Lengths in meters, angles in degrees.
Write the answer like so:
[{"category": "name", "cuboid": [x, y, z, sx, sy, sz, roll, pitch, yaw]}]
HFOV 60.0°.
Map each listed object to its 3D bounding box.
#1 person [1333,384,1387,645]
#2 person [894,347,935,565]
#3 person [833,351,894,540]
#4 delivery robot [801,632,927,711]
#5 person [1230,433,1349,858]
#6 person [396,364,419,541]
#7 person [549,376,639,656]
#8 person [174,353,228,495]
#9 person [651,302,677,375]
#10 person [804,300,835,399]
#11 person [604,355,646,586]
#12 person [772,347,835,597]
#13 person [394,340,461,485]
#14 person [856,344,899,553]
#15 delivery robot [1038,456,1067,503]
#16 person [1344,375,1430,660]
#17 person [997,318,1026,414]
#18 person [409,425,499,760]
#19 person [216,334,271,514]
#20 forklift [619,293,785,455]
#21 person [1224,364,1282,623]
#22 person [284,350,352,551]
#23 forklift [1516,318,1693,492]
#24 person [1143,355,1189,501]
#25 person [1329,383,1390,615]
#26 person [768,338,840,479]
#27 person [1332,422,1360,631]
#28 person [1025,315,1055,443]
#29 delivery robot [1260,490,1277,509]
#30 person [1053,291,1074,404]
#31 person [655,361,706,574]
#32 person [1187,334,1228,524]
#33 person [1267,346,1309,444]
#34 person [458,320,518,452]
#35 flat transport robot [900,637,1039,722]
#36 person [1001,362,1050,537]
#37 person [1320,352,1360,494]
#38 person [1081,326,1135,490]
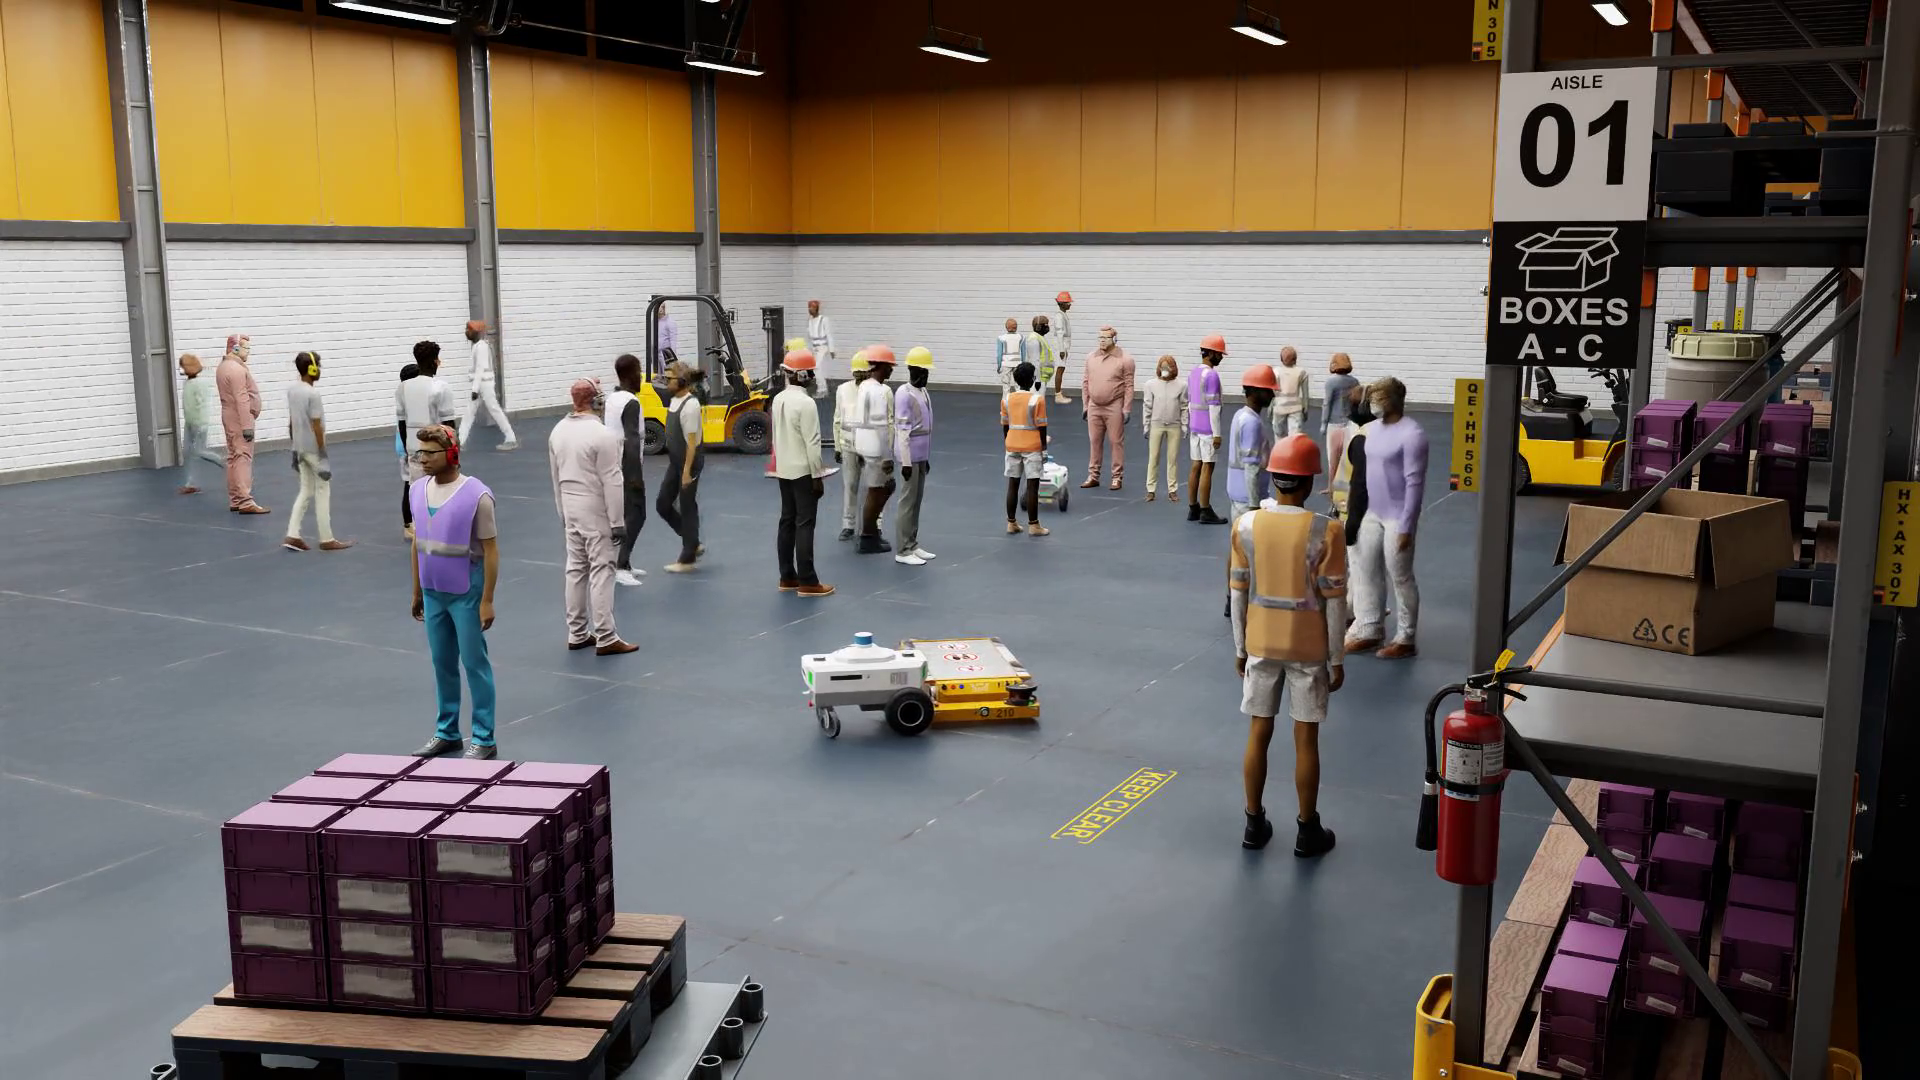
[{"category": "person", "cuboid": [2.827, -0.169, 11.644, 0.429, 1.840, 0.631, 5, 11, 29]}, {"category": "person", "cuboid": [-0.388, -0.749, 14.744, 0.376, 1.922, 0.594, 3, 10, 15]}, {"category": "person", "cuboid": [-0.930, -0.895, 15.887, 0.586, 1.823, 0.403, 2, 10, 9]}, {"category": "delivery robot", "cuboid": [-0.556, 0.777, 9.602, 0.707, 0.478, 0.477, -2, 10, -11]}, {"category": "person", "cuboid": [1.500, 0.480, 7.592, 0.544, 1.939, 0.354, 5, 11, 28]}, {"category": "person", "cuboid": [-5.239, -0.845, 15.951, 0.318, 1.698, 0.539, -2, 10, -13]}, {"category": "person", "cuboid": [-2.508, -0.157, 11.413, 0.663, 1.909, 0.407, 8, 13, 38]}, {"category": "person", "cuboid": [-8.675, -1.329, 19.015, 0.503, 1.616, 0.629, 9, 13, 41]}, {"category": "person", "cuboid": [-5.277, -3.263, 29.366, 0.646, 1.904, 0.401, 9, 13, 42]}, {"category": "person", "cuboid": [-2.687, -3.564, 31.238, 0.676, 1.858, 0.659, -9, 14, -44]}, {"category": "person", "cuboid": [-2.833, -0.583, 13.914, 0.467, 1.893, 0.686, -6, 11, -29]}, {"category": "person", "cuboid": [-1.281, -0.543, 13.351, 0.375, 1.995, 0.609, -7, 12, -36]}, {"category": "person", "cuboid": [-4.791, -0.823, 15.052, 0.600, 1.967, 0.368, 4, 10, 20]}, {"category": "person", "cuboid": [-0.741, -0.826, 15.202, 0.468, 1.917, 0.580, -3, 10, -16]}, {"category": "delivery robot", "cuboid": [0.944, -0.657, 17.902, 0.477, 0.478, 0.707, 2, 10, 12]}, {"category": "person", "cuboid": [2.909, -0.149, 11.258, 0.391, 1.940, 0.630, -4, 10, -21]}, {"category": "person", "cuboid": [0.875, -2.936, 28.230, 0.518, 1.640, 0.307, -2, 10, -13]}, {"category": "person", "cuboid": [-2.713, 0.291, 8.955, 0.569, 1.843, 0.373, 5, 11, 28]}, {"category": "person", "cuboid": [-7.579, -1.222, 17.562, 0.407, 1.902, 0.639, -7, 12, -37]}, {"category": "forklift", "cuboid": [-3.588, -2.317, 23.042, 2.313, 2.155, 1.214, -1, 10, -5]}, {"category": "person", "cuboid": [2.172, -0.340, 12.349, 0.374, 1.934, 0.549, 0, 10, 3]}, {"category": "person", "cuboid": [-5.992, -0.804, 15.314, 0.559, 1.883, 0.473, 8, 13, 39]}, {"category": "forklift", "cuboid": [7.066, -1.601, 18.899, 2.313, 2.155, 1.214, 5, 11, 27]}, {"category": "person", "cuboid": [2.277, -1.235, 18.399, 0.502, 1.632, 0.292, 0, 10, 3]}, {"category": "person", "cuboid": [3.052, -0.296, 12.579, 0.532, 1.771, 0.304, 5, 11, 27]}, {"category": "person", "cuboid": [-1.934, -1.583, 20.173, 0.903, 1.721, 0.527, -1, 10, -6]}, {"category": "person", "cuboid": [2.976, -0.238, 12.037, 0.472, 1.832, 0.551, -6, 11, -30]}, {"category": "person", "cuboid": [1.163, -2.339, 24.193, 0.429, 1.845, 0.620, 1, 10, 9]}, {"category": "delivery robot", "cuboid": [2.805, -0.221, 15.379, 0.477, 0.478, 0.707, 2, 10, 11]}, {"category": "person", "cuboid": [1.888, -3.513, 30.407, 0.373, 2.044, 0.606, 1, 10, 6]}, {"category": "person", "cuboid": [-2.396, -0.616, 14.239, 0.404, 1.834, 0.544, -6, 11, -31]}, {"category": "person", "cuboid": [2.527, -1.126, 16.922, 0.374, 1.927, 0.542, -3, 10, -17]}, {"category": "person", "cuboid": [4.037, -1.579, 20.471, 0.523, 1.600, 0.841, 1, 10, 7]}, {"category": "person", "cuboid": [-6.629, -2.123, 23.000, 1.038, 1.824, 0.595, -5, 11, -27]}, {"category": "flat transport robot", "cuboid": [0.028, 0.838, 10.339, 0.652, 0.197, 1.431, -2, 10, -9]}, {"category": "person", "cuboid": [0.637, -0.878, 16.149, 0.536, 1.699, 0.318, 7, 12, 37]}, {"category": "person", "cuboid": [4.328, -1.317, 18.922, 0.515, 1.624, 0.287, -6, 11, -30]}, {"category": "person", "cuboid": [1.695, -1.533, 19.334, 0.636, 1.911, 0.406, 6, 11, 30]}]
